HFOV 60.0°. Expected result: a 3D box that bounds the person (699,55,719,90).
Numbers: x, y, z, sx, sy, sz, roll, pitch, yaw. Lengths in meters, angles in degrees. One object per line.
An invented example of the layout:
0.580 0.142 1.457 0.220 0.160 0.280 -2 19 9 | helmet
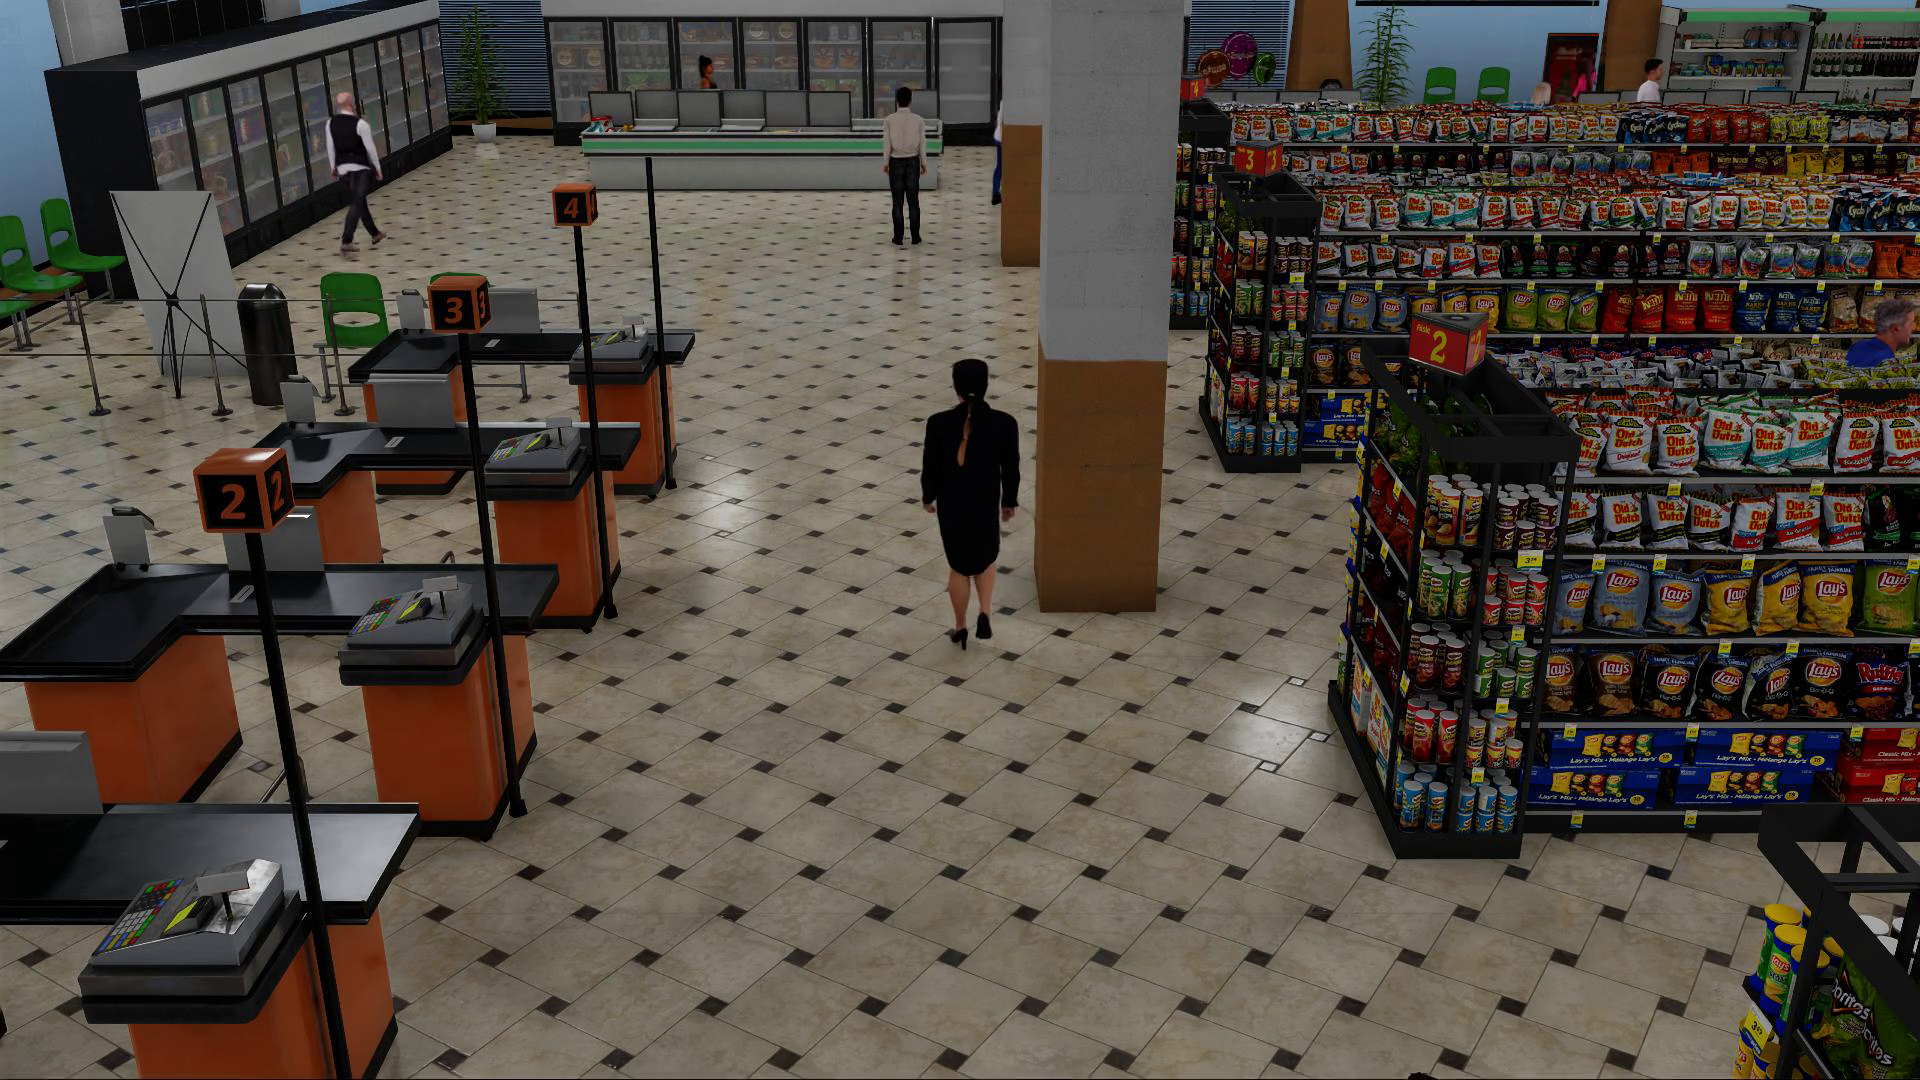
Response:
-3.760 -6.254 24.386 0.869 1.654 0.654 -3 22 -6 | person

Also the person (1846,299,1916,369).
5.367 -0.551 9.967 0.651 1.823 0.771 5 22 11 | person

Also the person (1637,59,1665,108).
9.013 -5.400 21.973 0.672 1.868 0.675 5 23 13 | person

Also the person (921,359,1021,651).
0.053 -0.139 9.158 0.636 1.661 0.779 -2 22 -5 | person

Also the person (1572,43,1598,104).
9.405 -6.714 25.452 0.626 1.712 0.593 3 22 7 | person

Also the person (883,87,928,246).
-0.655 -4.393 19.547 0.495 1.810 0.742 -2 22 -5 | person

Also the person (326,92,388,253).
-6.950 -4.144 18.971 1.247 1.776 0.963 5 22 12 | person
